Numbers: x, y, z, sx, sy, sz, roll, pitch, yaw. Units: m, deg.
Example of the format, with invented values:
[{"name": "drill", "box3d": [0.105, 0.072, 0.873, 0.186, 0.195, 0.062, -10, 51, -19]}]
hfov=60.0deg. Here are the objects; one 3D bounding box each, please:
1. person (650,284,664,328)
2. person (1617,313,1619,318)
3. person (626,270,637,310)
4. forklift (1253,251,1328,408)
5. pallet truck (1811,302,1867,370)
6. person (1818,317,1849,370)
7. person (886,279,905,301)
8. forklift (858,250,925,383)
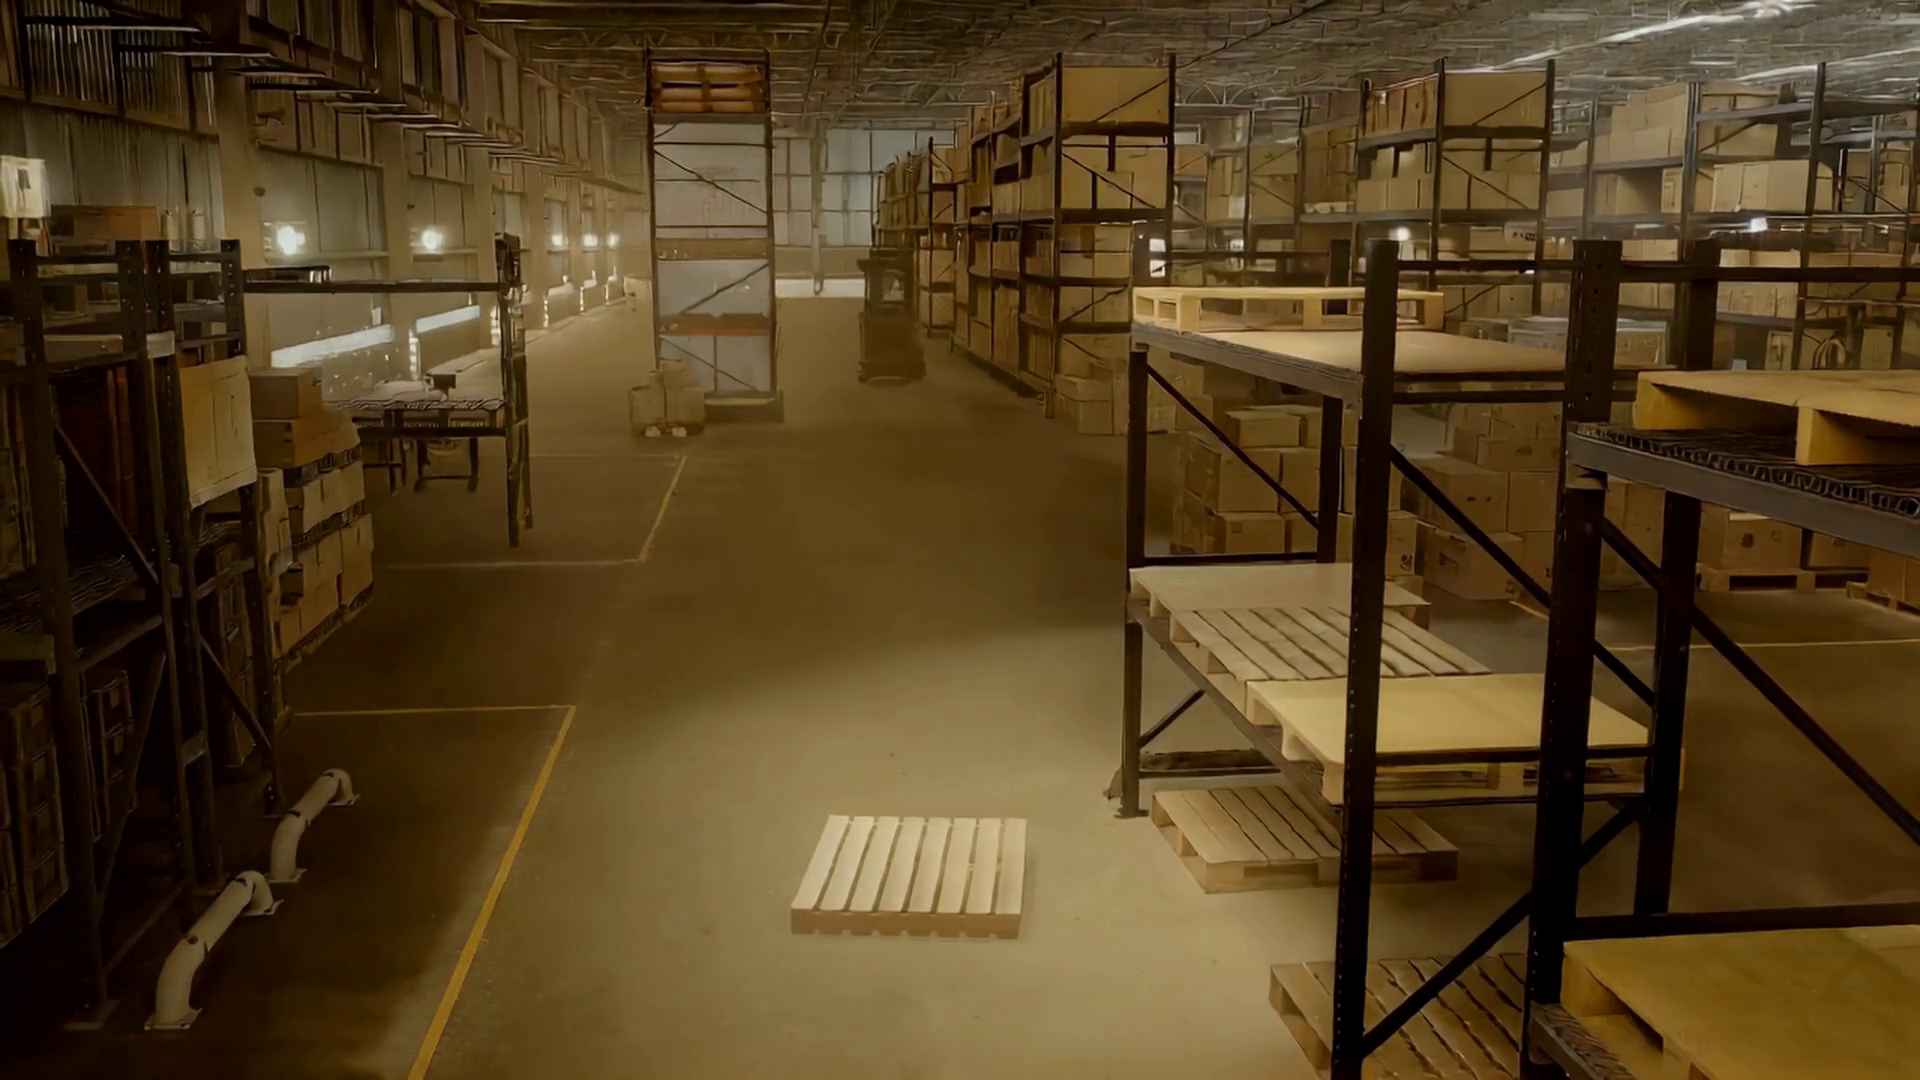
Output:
[{"name": "person", "box3d": [-10.458, -8.247, 57.650, 0.573, 1.801, 0.978, -2, 11, -13]}, {"name": "person", "box3d": [11.704, -3.195, 29.684, 0.679, 1.799, 0.864, 6, 12, 28]}, {"name": "person", "box3d": [-14.192, -10.796, 71.940, 0.483, 1.735, 0.340, -7, 12, -34]}, {"name": "forklift", "box3d": [6.173, -3.834, 30.177, 1.129, 2.768, 1.873, -1, 10, -6]}, {"name": "pallet truck", "box3d": [15.846, -3.142, 28.793, 1.885, 1.965, 0.823, 2, 10, 12]}, {"name": "person", "box3d": [12.838, -2.332, 24.552, 0.386, 1.911, 0.593, 6, 12, 31]}, {"name": "person", "box3d": [-1.925, -6.927, 50.169, 0.647, 1.859, 1.009, -2, 11, -13]}, {"name": "forklift", "box3d": [-1.438, -4.834, 35.718, 1.129, 2.768, 1.873, 2, 10, 10]}]
